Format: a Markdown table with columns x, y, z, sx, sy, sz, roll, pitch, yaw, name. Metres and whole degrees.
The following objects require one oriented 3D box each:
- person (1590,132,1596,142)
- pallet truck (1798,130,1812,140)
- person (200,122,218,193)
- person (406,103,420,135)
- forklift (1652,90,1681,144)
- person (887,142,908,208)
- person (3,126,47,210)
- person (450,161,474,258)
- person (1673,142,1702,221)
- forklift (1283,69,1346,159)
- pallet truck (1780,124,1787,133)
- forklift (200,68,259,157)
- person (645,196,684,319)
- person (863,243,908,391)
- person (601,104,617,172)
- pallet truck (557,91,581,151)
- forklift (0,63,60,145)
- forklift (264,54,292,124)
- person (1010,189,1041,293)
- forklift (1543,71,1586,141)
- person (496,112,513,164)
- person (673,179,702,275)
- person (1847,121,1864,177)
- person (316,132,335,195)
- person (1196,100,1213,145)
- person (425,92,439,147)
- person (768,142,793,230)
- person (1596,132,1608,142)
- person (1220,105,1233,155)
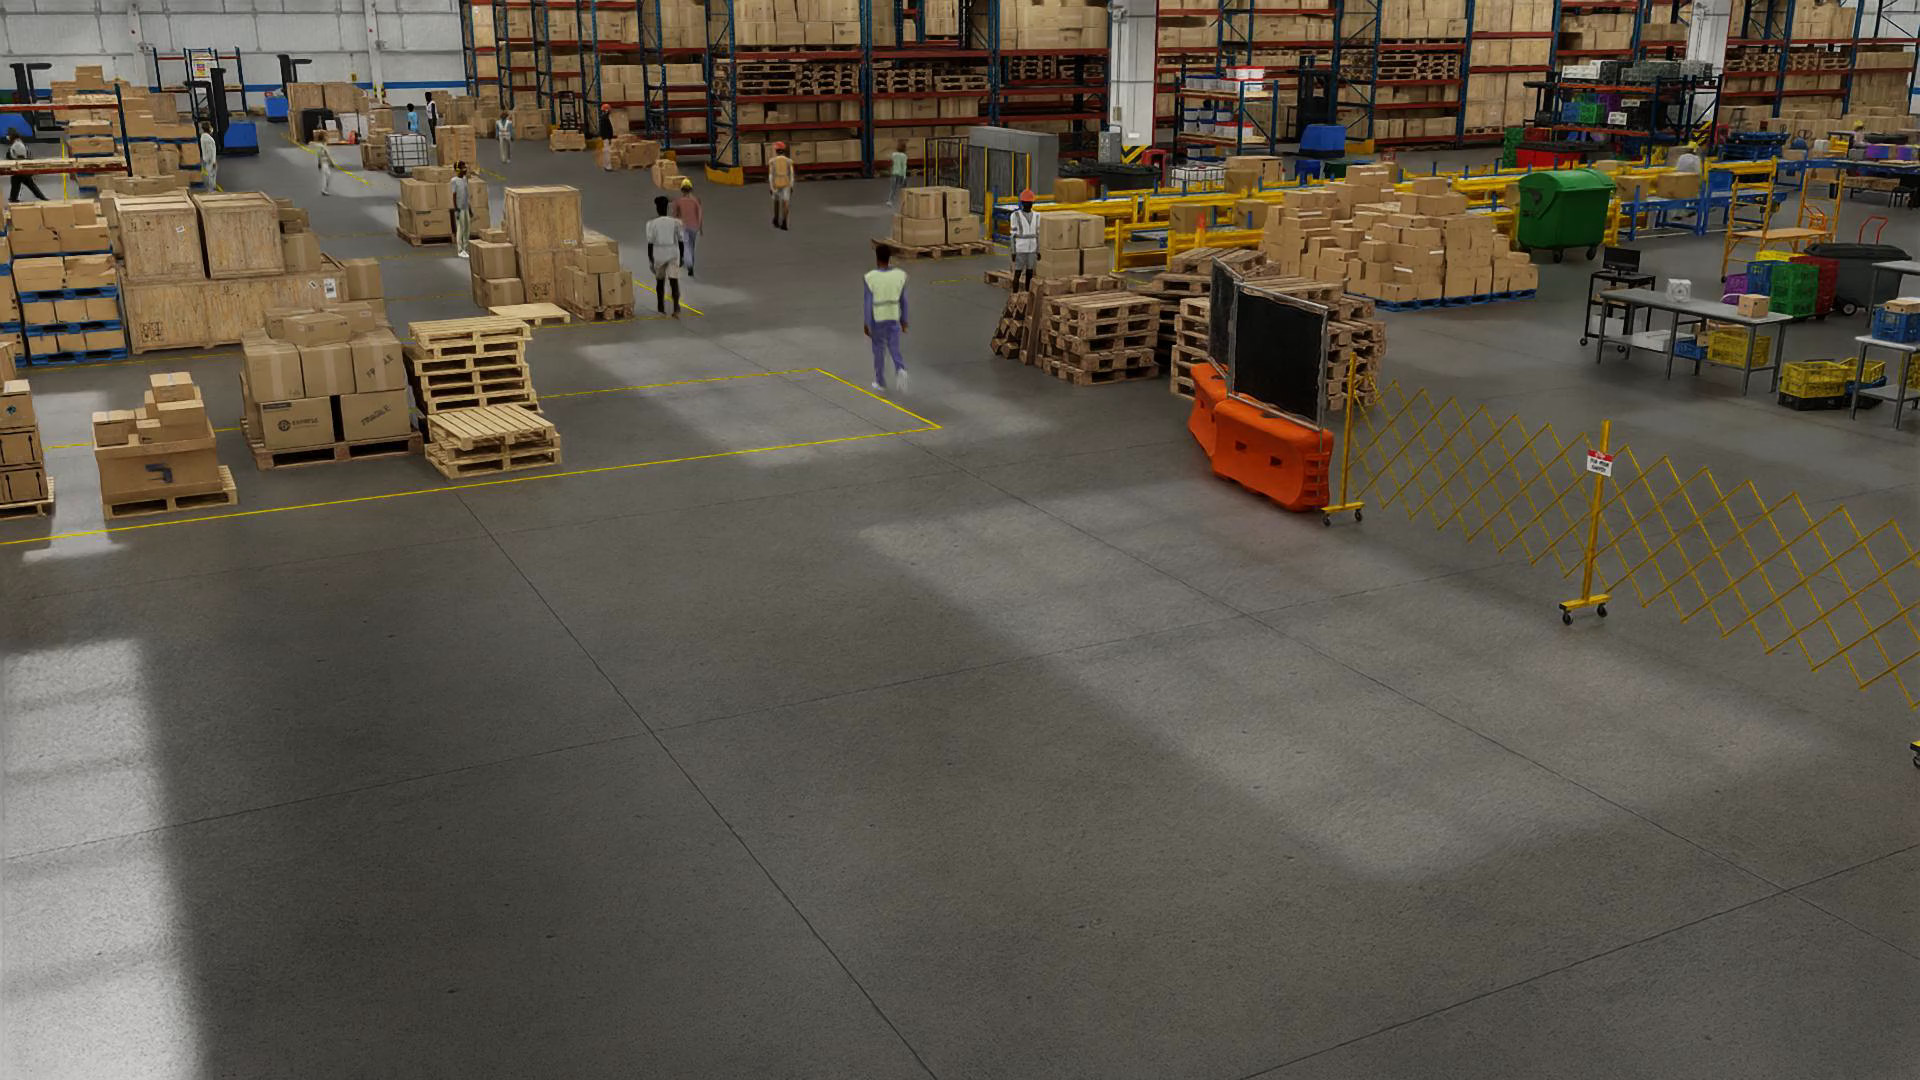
| x | y | z | sx | sy | sz | roll | pitch | yaw | name |
| --- | --- | --- | --- | --- | --- | --- | --- | --- | --- |
| 22.158 | -14.682 | 58.417 | 0.446 | 1.753 | 0.538 | -9 | 20 | -26 | person |
| 25.526 | -11.556 | 49.408 | 1.630 | 1.274 | 0.653 | -9 | 20 | -26 | pallet truck |
| -19.210 | -9.720 | 42.654 | 0.368 | 1.940 | 0.632 | -12 | 22 | -34 | person |
| -18.174 | -13.652 | 55.299 | 0.322 | 1.699 | 0.536 | 7 | 19 | 20 | person |
| 25.498 | -15.310 | 58.563 | 1.873 | 2.768 | 1.129 | -5 | 19 | -16 | forklift |
| -1.515 | -8.992 | 40.953 | 0.517 | 1.586 | 0.833 | 12 | 22 | 34 | person |
| -22.950 | -9.127 | 40.643 | 1.031 | 2.000 | 0.698 | -7 | 19 | -21 | person |
| -9.788 | -6.520 | 32.793 | 0.318 | 1.868 | 0.531 | 6 | 19 | 17 | person |
| 16.883 | -8.299 | 38.472 | 0.929 | 1.781 | 0.590 | -7 | 19 | -22 | person |
| 11.615 | -13.871 | 54.079 | 1.129 | 2.768 | 1.873 | -9 | 20 | -27 | forklift |
| 25.206 | -12.542 | 52.601 | 1.601 | 1.201 | 0.680 | 0 | 18 | -2 | pallet truck |
| -24.369 | -14.147 | 54.940 | 1.873 | 2.768 | 1.129 | -9 | 20 | -26 | forklift |
| -4.647 | -4.478 | 26.352 | 0.611 | 1.926 | 0.989 | -6 | 19 | -17 | person |
| -0.938 | -2.816 | 21.192 | 0.605 | 1.901 | 0.689 | -8 | 19 | -23 | person |
| -10.527 | -12.004 | 49.681 | 0.375 | 1.998 | 0.611 | -7 | 19 | -22 | person |
| -13.495 | -14.412 | 57.188 | 0.823 | 1.965 | 1.885 | -3 | 18 | -9 | pallet truck |
| -33.500 | -15.620 | 59.532 | 1.873 | 2.768 | 1.129 | -9 | 20 | -26 | forklift |
| -28.494 | -19.123 | 70.450 | 1.873 | 2.768 | 1.129 | -9 | 20 | -26 | forklift |
| 1.080 | -4.739 | 27.126 | 0.543 | 1.939 | 0.360 | -9 | 20 | -26 | person |
| 18.685 | -13.231 | 52.085 | 1.873 | 2.768 | 1.129 | -9 | 20 | -26 | forklift |
| -14.355 | -12.699 | 52.499 | 0.523 | 1.593 | 0.859 | -4 | 18 | -11 | person |
| -5.015 | -5.780 | 30.696 | 0.530 | 1.736 | 0.801 | -7 | 19 | -20 | person |
| 24.716 | -10.668 | 45.917 | 0.538 | 1.755 | 0.368 | -14 | 23 | -38 | person |
| -16.633 | -9.845 | 43.561 | 0.400 | 1.622 | 0.511 | -2 | 18 | -5 | person |
| 8.495 | -14.431 | 57.801 | 0.542 | 1.658 | 0.871 | 1 | 18 | 3 | person |
| -18.576 | -14.807 | 58.564 | 0.391 | 1.912 | 0.589 | -12 | 21 | -33 | person |
| -3.999 | -7.903 | 37.049 | 0.569 | 1.893 | 0.965 | -5 | 18 | -15 | person |
| 18.928 | -11.791 | 49.164 | 0.803 | 1.906 | 0.558 | 11 | 21 | 32 | person |
| 8.901 | -13.729 | 55.659 | 0.499 | 1.617 | 0.588 | -14 | 22 | -36 | person |
